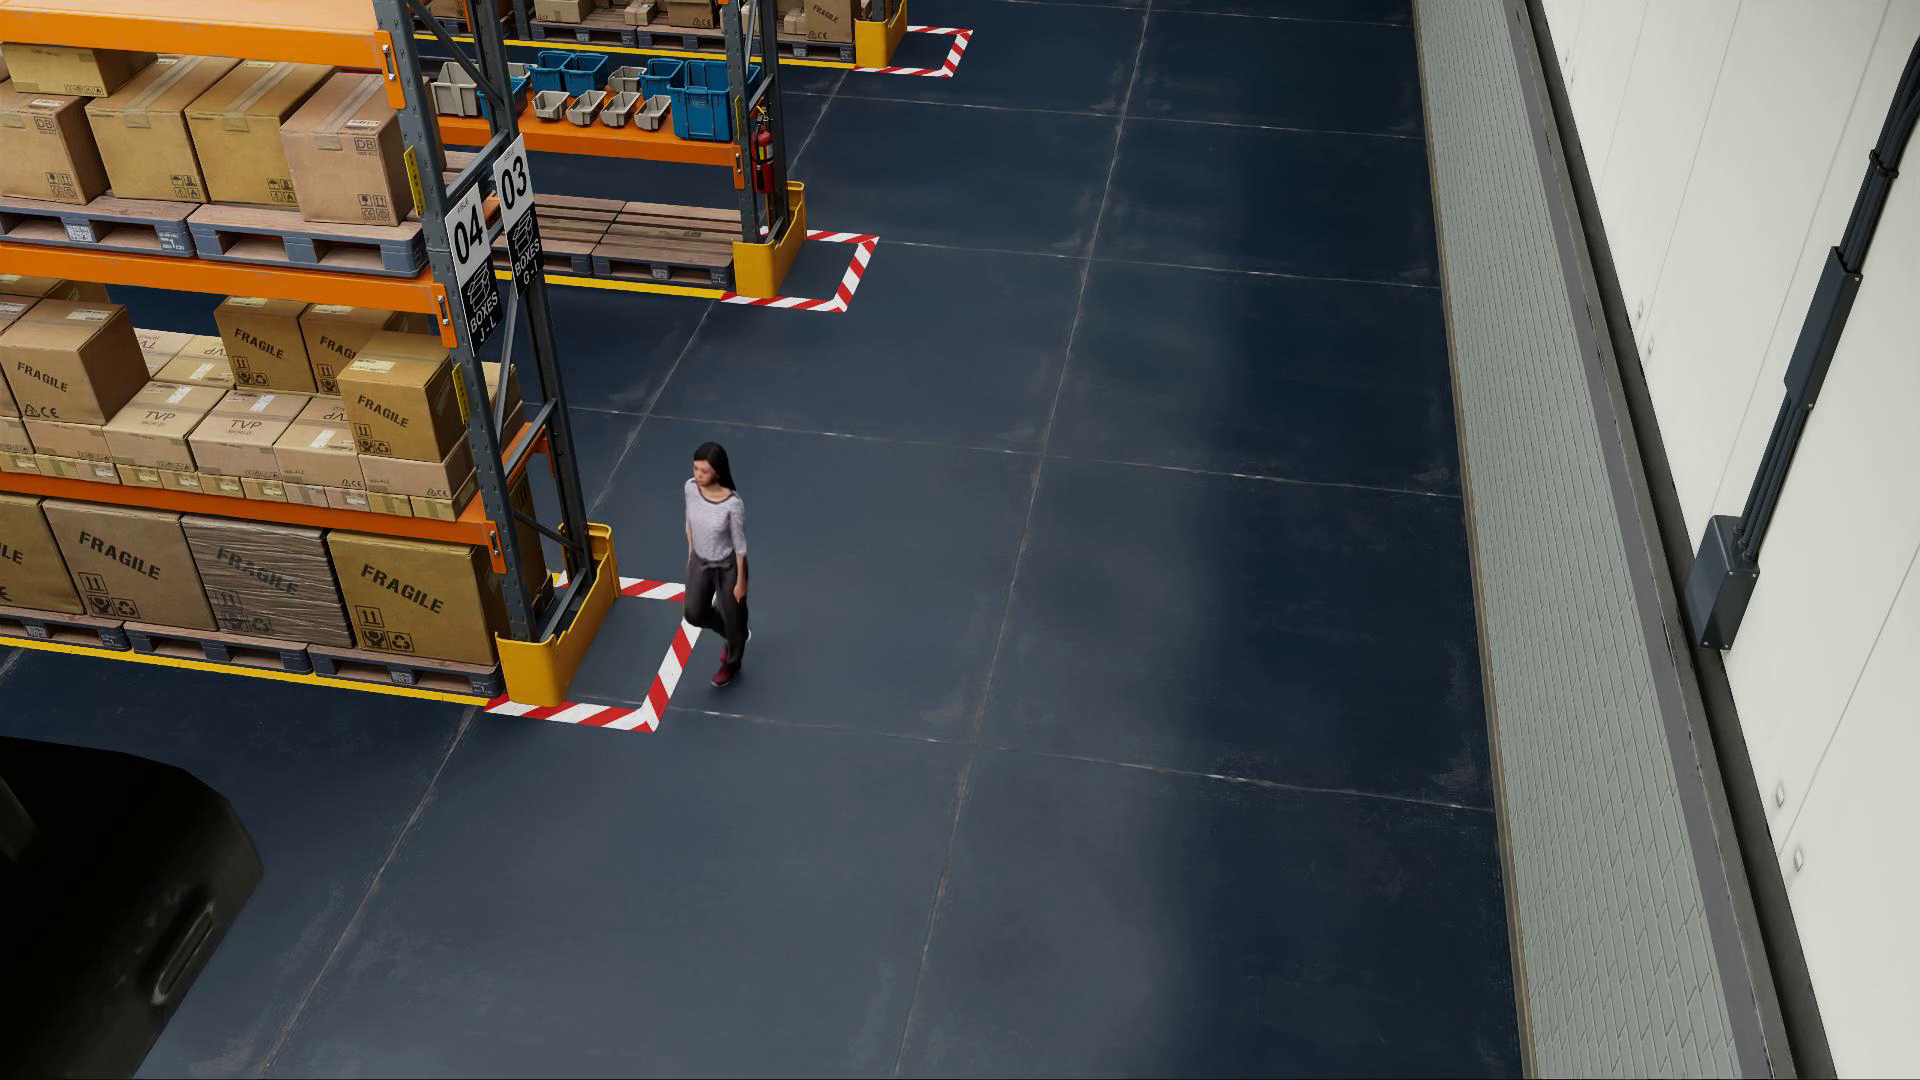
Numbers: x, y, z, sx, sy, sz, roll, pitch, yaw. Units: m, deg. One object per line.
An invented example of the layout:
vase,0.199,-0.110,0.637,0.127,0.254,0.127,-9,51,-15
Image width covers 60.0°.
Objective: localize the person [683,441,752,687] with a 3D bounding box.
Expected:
person,-1.355,0.105,9.738,0.710,1.727,0.796,21,43,25
